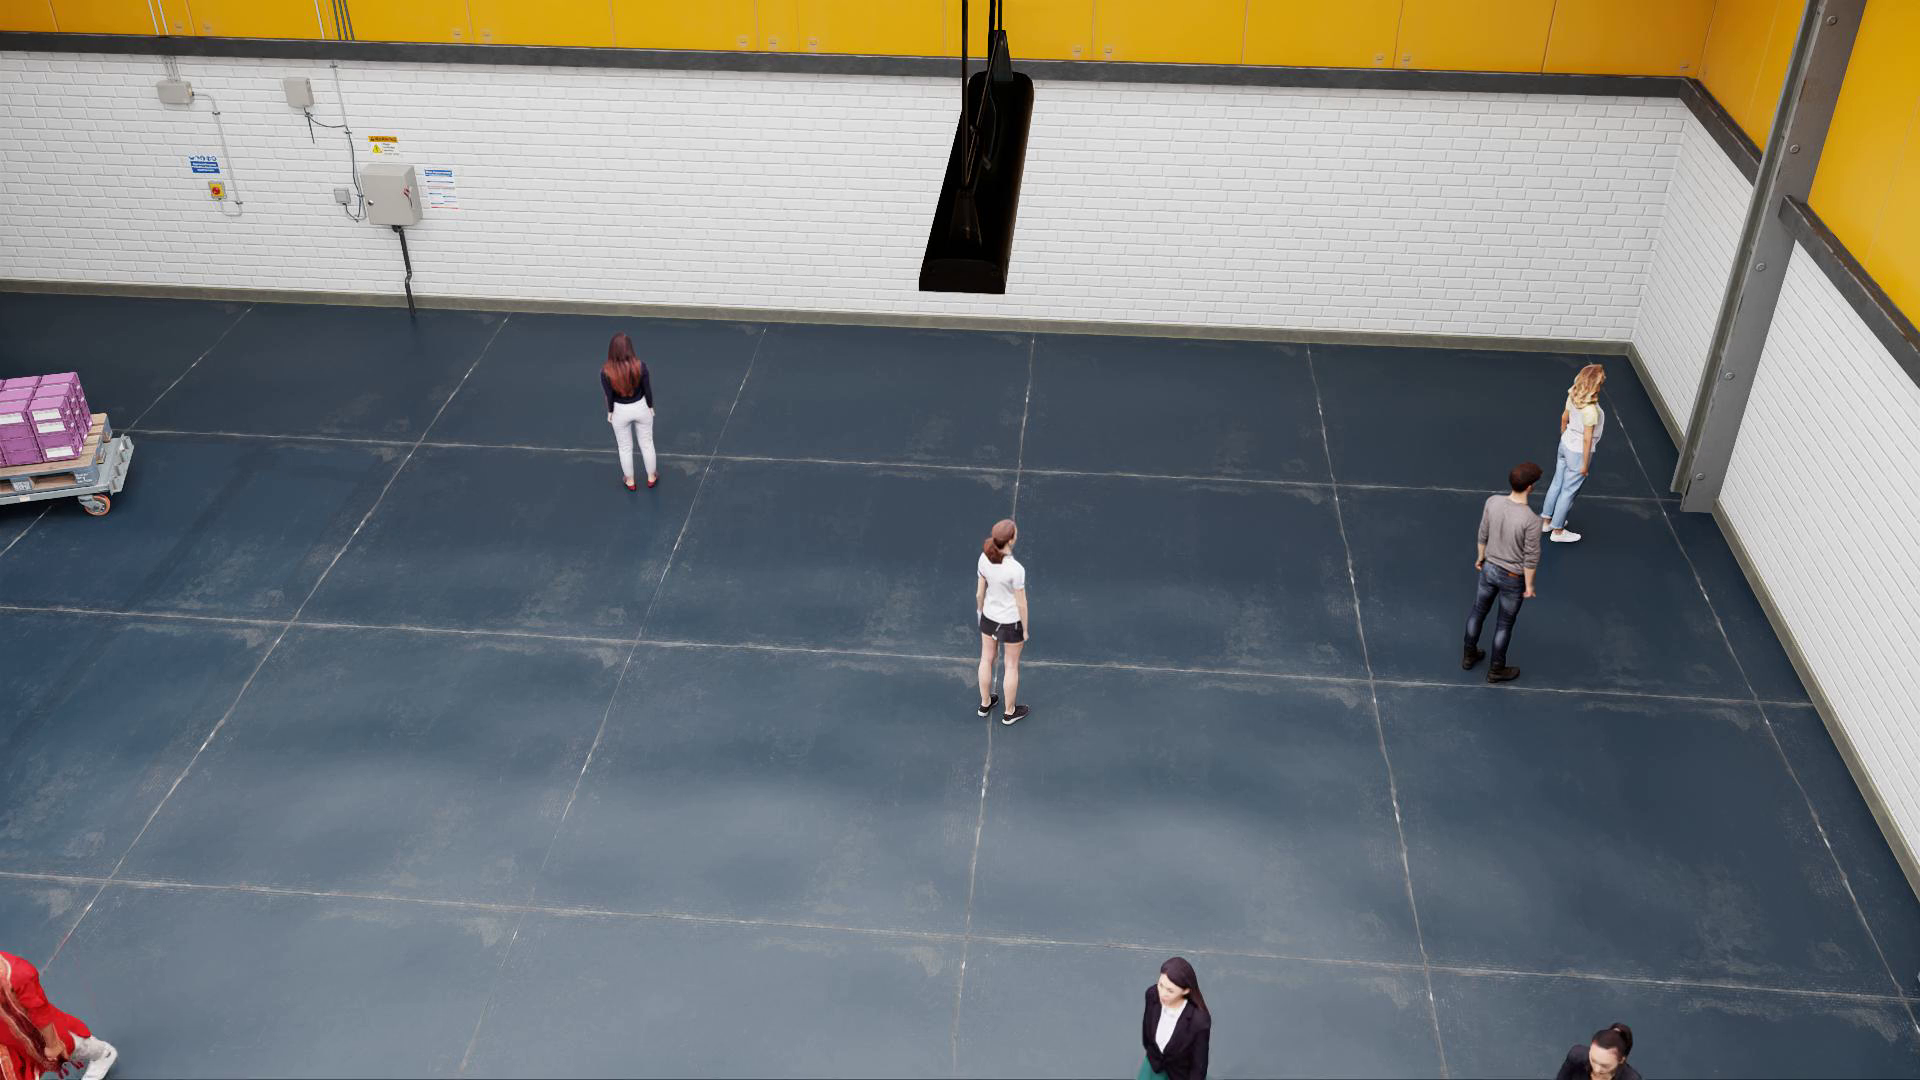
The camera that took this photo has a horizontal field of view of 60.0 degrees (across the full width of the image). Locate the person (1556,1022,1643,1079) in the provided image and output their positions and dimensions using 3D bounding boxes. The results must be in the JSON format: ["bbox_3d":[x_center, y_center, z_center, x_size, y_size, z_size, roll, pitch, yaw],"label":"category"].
[{"bbox_3d":[3.338,3.099,8.817,0.893,1.696,1.037,17,37,23],"label":"person"}]

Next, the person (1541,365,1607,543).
[{"bbox_3d":[5.401,-0.772,14.617,0.740,1.723,0.570,-5,34,-8],"label":"person"}]

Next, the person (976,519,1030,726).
[{"bbox_3d":[0.312,0.610,12.513,0.654,1.750,0.664,19,38,26],"label":"person"}]

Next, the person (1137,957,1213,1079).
[{"bbox_3d":[1.218,2.895,9.121,0.944,1.699,1.165,20,39,28],"label":"person"}]

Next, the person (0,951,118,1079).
[{"bbox_3d":[-5.223,2.663,9.367,0.738,1.813,1.237,3,34,4],"label":"person"}]

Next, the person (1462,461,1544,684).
[{"bbox_3d":[4.221,0.249,12.916,0.832,1.905,0.760,-23,40,-30],"label":"person"}]

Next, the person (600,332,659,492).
[{"bbox_3d":[-3.040,-1.190,15.349,0.667,1.608,0.655,-9,35,-13],"label":"person"}]
